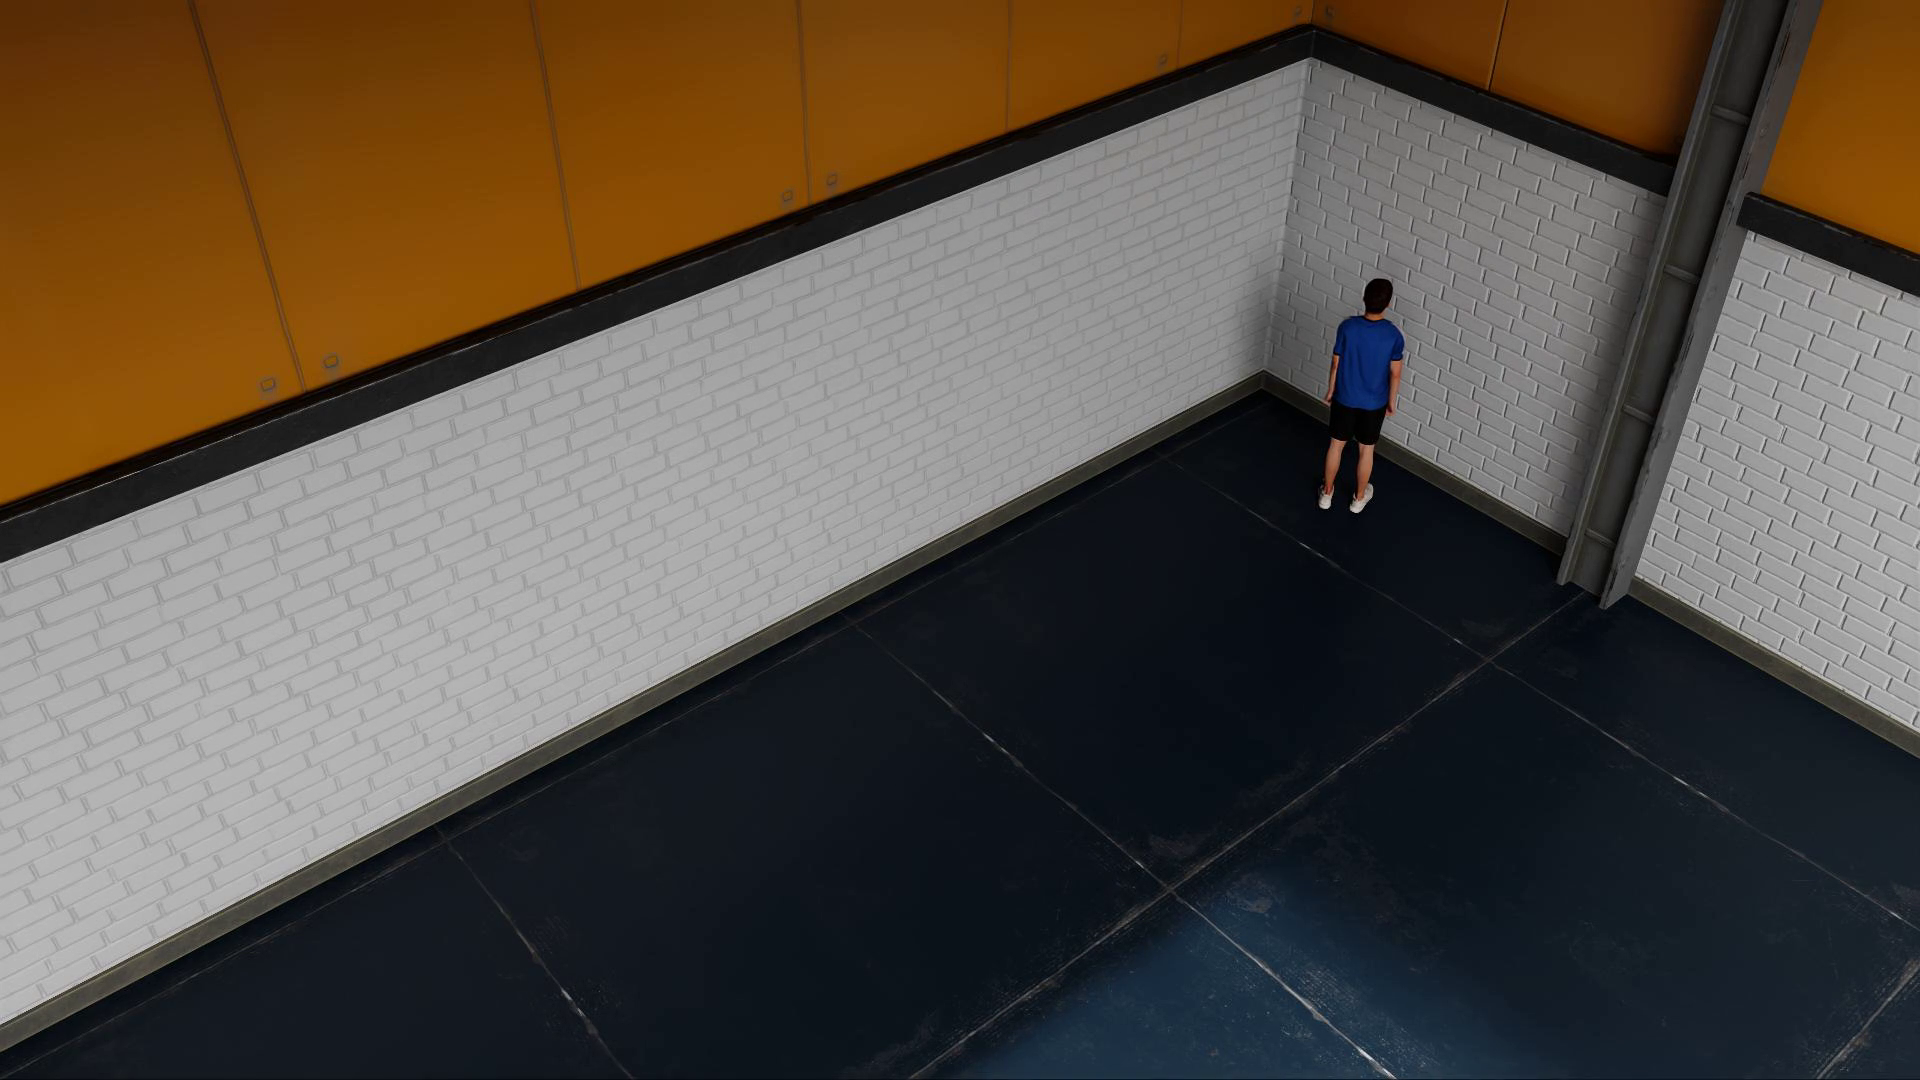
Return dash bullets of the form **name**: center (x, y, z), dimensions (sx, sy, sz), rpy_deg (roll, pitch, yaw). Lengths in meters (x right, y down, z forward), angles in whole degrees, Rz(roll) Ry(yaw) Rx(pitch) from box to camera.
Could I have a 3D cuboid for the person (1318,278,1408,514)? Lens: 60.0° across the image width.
- **person**: center (2.835, -1.026, 11.789), dimensions (0.709, 1.866, 0.811), rpy_deg (10, 40, 13)
